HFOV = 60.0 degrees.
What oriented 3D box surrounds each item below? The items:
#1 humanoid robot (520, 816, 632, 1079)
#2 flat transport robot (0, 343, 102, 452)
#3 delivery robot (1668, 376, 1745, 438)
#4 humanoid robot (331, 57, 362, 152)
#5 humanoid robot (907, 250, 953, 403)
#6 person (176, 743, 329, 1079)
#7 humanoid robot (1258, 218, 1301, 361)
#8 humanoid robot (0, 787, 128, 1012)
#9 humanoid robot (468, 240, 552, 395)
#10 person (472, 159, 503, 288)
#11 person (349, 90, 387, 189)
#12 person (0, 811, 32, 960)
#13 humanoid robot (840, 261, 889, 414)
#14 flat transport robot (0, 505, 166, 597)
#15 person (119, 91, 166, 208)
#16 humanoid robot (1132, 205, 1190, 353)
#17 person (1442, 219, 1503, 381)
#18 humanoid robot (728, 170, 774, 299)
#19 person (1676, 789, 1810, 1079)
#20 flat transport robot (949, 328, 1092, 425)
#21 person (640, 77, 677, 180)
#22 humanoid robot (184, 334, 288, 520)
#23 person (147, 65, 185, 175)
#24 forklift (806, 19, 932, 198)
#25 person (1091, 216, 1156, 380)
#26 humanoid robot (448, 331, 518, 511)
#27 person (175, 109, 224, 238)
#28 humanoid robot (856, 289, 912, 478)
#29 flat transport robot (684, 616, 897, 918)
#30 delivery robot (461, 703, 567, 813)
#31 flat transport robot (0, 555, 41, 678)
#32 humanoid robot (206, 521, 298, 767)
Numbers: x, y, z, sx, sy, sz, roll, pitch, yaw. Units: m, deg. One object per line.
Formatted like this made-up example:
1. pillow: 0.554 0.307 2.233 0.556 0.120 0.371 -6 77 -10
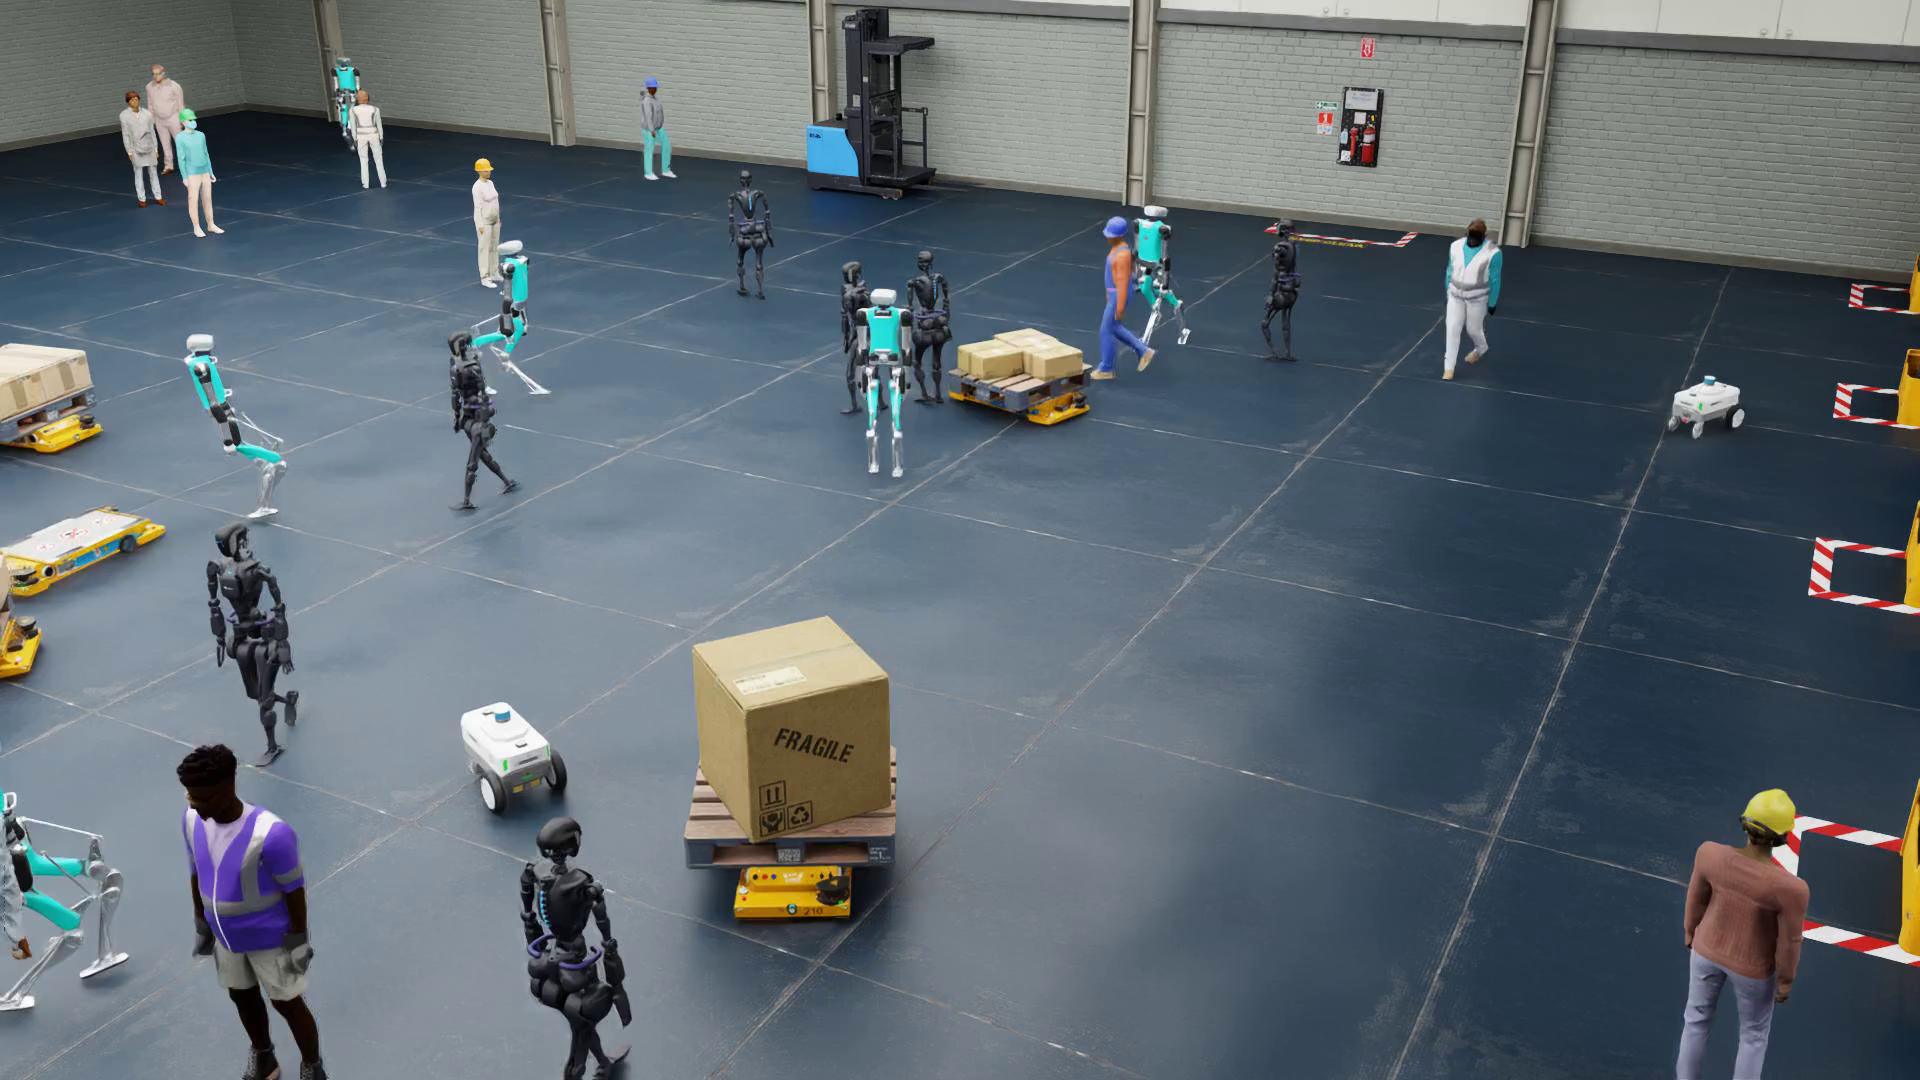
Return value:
1. humanoid robot: -1.804 2.015 7.751 0.601 1.622 0.784 13 26 28
2. flat transport robot: -9.517 -1.131 16.795 1.431 0.231 0.659 7 24 15
3. delivery robot: 7.623 -1.382 17.008 0.777 0.587 0.499 -15 28 -31
4. humanoid robot: -11.499 -8.101 31.176 0.541 1.770 0.897 1 23 1
5. humanoid robot: -0.328 -2.240 17.599 0.614 1.654 0.315 -18 29 -36
6. person: -3.323 1.822 7.797 0.624 1.954 0.373 9 25 20
7. humanoid robot: 3.692 -2.864 19.049 0.448 1.641 0.609 15 27 31
8. humanoid robot: -4.686 1.612 8.583 0.870 1.767 0.530 -12 26 -26
9. humanoid robot: -4.936 -2.324 17.759 1.043 1.752 0.544 3 23 7
10. person: -6.305 -4.242 22.228 0.320 1.696 0.483 6 24 14
11. person: -10.067 -6.811 28.296 0.507 1.630 0.314 -7 24 -16
12. person: -4.643 1.880 7.743 0.582 1.882 0.636 13 26 28
13. humanoid robot: -0.993 -2.090 17.277 0.526 1.646 0.604 -21 31 -40
14. flat transport robot: -7.492 0.077 13.983 0.659 0.231 1.431 9 25 20
15. person: -13.227 -6.318 26.891 0.506 1.836 0.365 -17 28 -34
16. humanoid robot: 2.427 -3.077 19.512 0.954 1.788 0.542 -20 30 -39
17. person: 5.718 -2.718 18.555 0.632 1.804 0.810 16 28 33
18. humanoid robot: -2.740 -4.000 21.704 0.610 1.636 0.549 -10 25 -21
19. person: 3.624 1.942 7.761 0.539 1.757 0.329 21 31 40
20. flat transport robot: 0.629 -1.531 17.727 1.431 0.231 0.659 20 30 39
21. person: -5.238 -7.117 28.841 0.681 1.748 0.553 7 24 16
22. humanoid robot: -6.244 -0.945 14.559 0.778 1.812 0.540 -11 26 -24
23. person: -13.980 -7.405 29.331 0.650 1.904 0.406 2 23 4
24. forklift: -1.573 -7.292 27.850 1.873 2.768 1.129 12 26 25
25. person: 1.796 -2.662 18.329 0.697 1.872 0.536 1 23 2
26. humanoid robot: -4.386 -1.103 15.003 0.609 1.628 0.778 21 31 40
27. person: -11.444 -5.507 24.943 0.350 1.879 0.512 14 27 29
28. humanoid robot: -0.724 -1.426 15.599 0.530 1.758 0.740 1 23 2
29. flat transport robot: -0.986 1.781 10.017 0.659 0.231 1.431 -1 23 -2
30. delivery robot: -2.890 1.354 10.648 0.503 0.594 0.765 -17 29 -34
31. flat transport robot: -7.538 0.889 12.092 1.431 0.231 0.659 -8 25 -18
32. humanoid robot: -4.600 0.621 10.966 0.590 1.639 0.666 6 24 14
